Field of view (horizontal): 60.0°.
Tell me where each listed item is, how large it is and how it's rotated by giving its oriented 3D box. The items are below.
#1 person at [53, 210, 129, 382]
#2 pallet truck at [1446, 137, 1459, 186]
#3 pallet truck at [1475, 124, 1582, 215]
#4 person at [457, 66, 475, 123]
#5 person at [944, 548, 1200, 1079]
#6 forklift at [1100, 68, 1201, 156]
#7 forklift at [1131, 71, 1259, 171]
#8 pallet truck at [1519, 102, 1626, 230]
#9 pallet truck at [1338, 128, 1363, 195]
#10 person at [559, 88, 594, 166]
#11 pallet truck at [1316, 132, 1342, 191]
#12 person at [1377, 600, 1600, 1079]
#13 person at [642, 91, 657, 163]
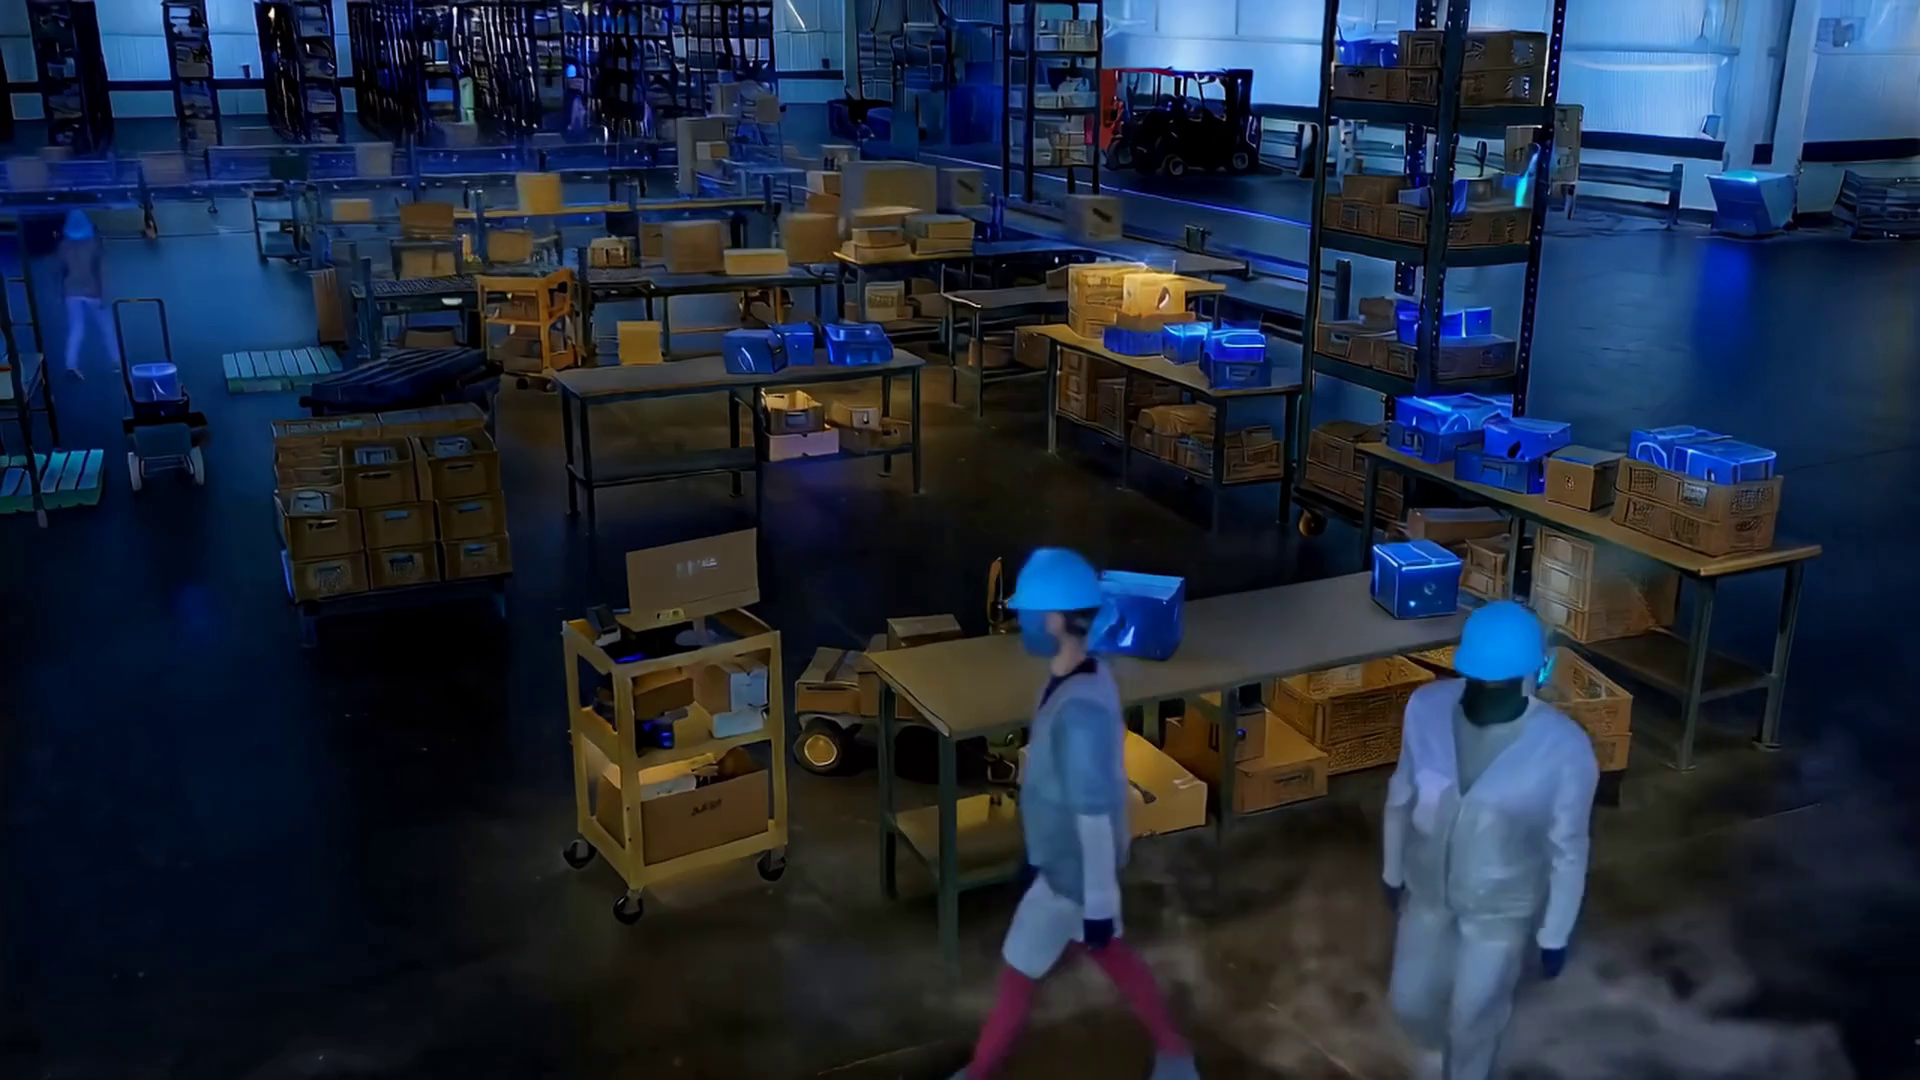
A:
[{"bbox_3d":[-8.278,-2.303,15.697,0.502,1.588,0.854,0,18,-1],"label":"person"},{"bbox_3d":[9.184,-6.485,29.328,1.630,1.274,0.653,-8,19,-23],"label":"pallet truck"},{"bbox_3d":[9.707,-6.455,28.103,1.885,1.965,0.823,-7,19,-20],"label":"pallet truck"},{"bbox_3d":[-13.245,-11.672,44.539,0.612,1.997,0.376,13,22,36],"label":"person"},{"bbox_3d":[0.323,0.938,5.020,1.005,1.877,0.554,1,18,3],"label":"person"},{"bbox_3d":[4.082,-9.564,37.410,2.680,1.987,1.157,-8,19,-23],"label":"forklift"},{"bbox_3d":[4.998,-8.936,35.413,2.680,1.987,1.157,-9,20,-25],"label":"forklift"},{"bbox_3d":[9.972,-6.037,26.785,1.885,1.965,0.823,-9,20,-25],"label":"pallet truck"},{"bbox_3d":[7.845,-7.140,31.411,1.522,1.261,0.704,-9,20,-25],"label":"pallet truck"},{"bbox_3d":[-8.307,-8.892,36.099,0.911,1.809,0.582,-4,18,-13],"label":"person"},{"bbox_3d":[7.723,-7.504,32.656,1.601,1.201,0.680,-8,19,-23],"label":"pallet truck"},{"bbox_3d":[1.534,1.009,4.882,0.609,1.814,0.528,16,23,40],"label":"person"},{"bbox_3d":[-6.597,-8.667,35.457,0.399,1.751,0.547,-3,18,-11],"label":"person"}]
